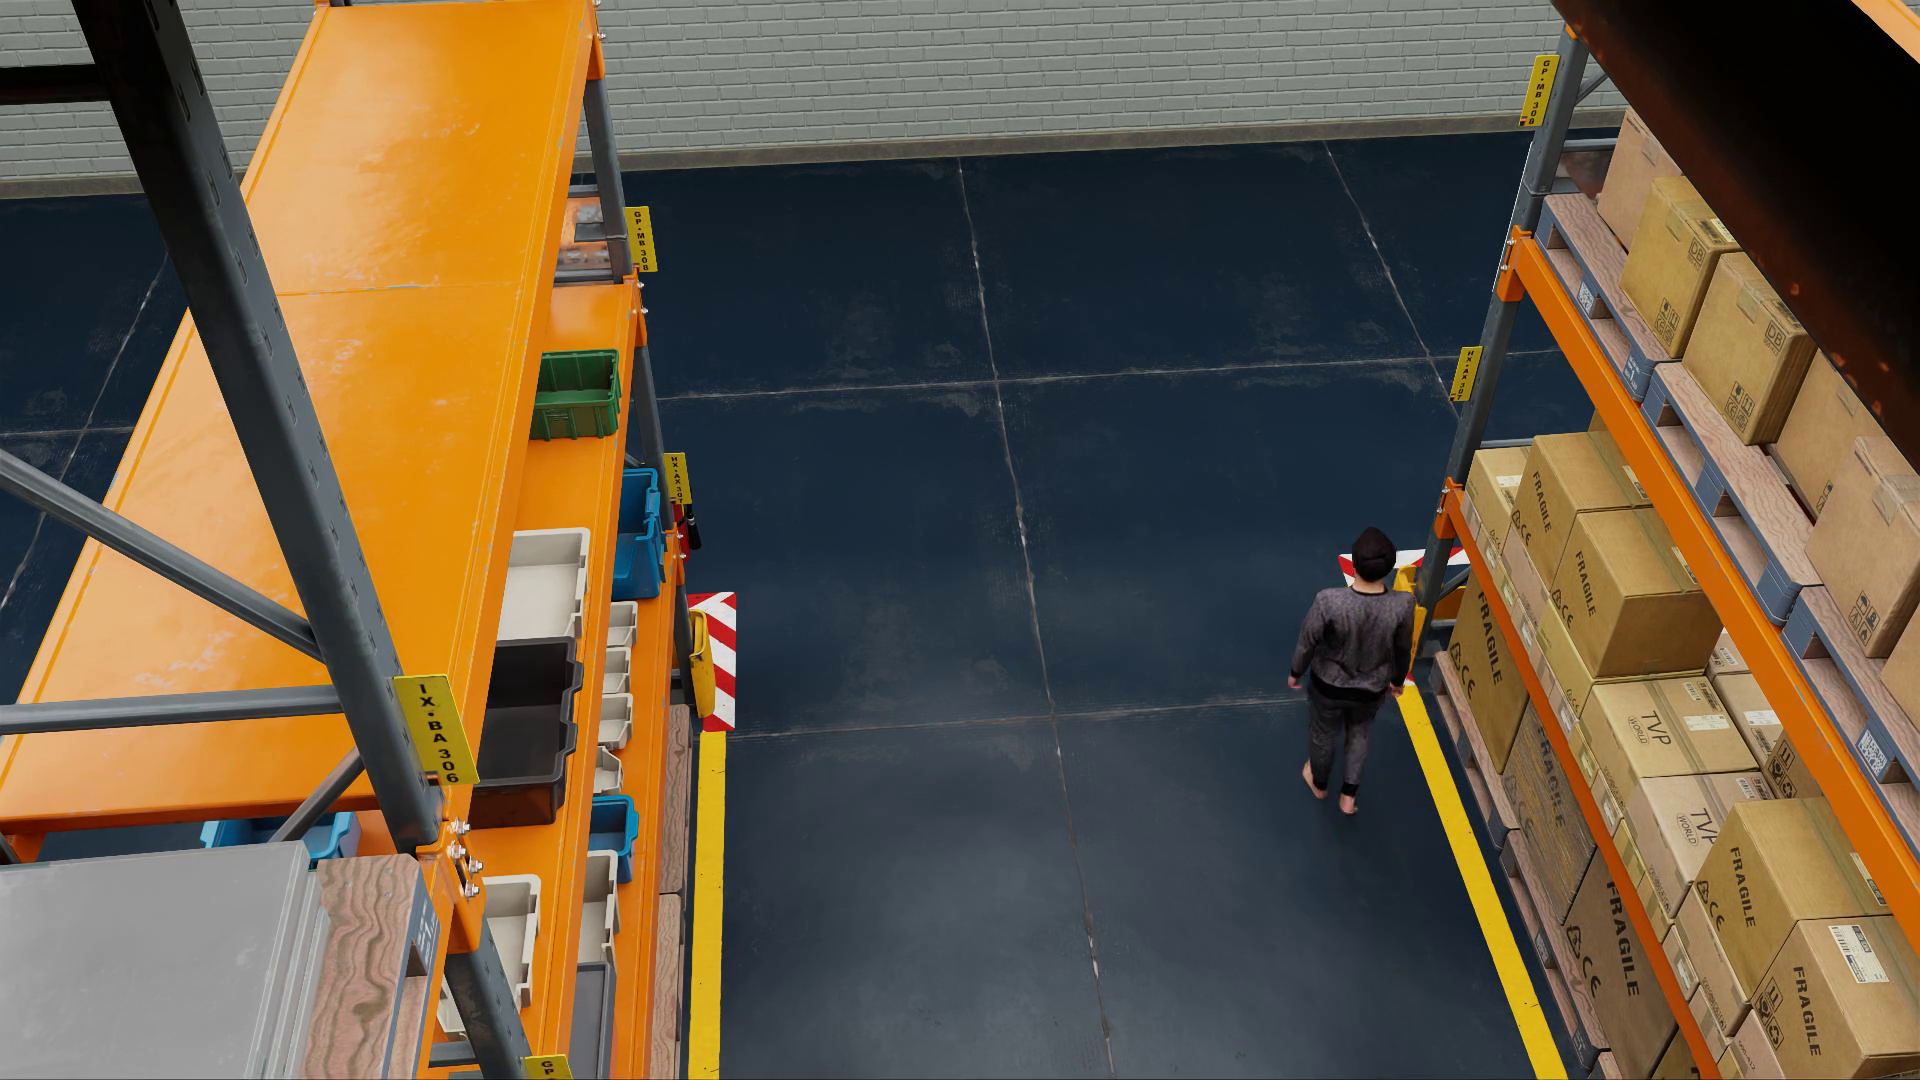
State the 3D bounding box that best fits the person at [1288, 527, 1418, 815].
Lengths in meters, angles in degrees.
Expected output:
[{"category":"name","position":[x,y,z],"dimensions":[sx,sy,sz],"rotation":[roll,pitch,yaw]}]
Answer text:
[{"category":"person","position":[1.889,0.711,7.994],"dimensions":[0.744,1.839,0.756],"rotation":[1,43,1]}]
